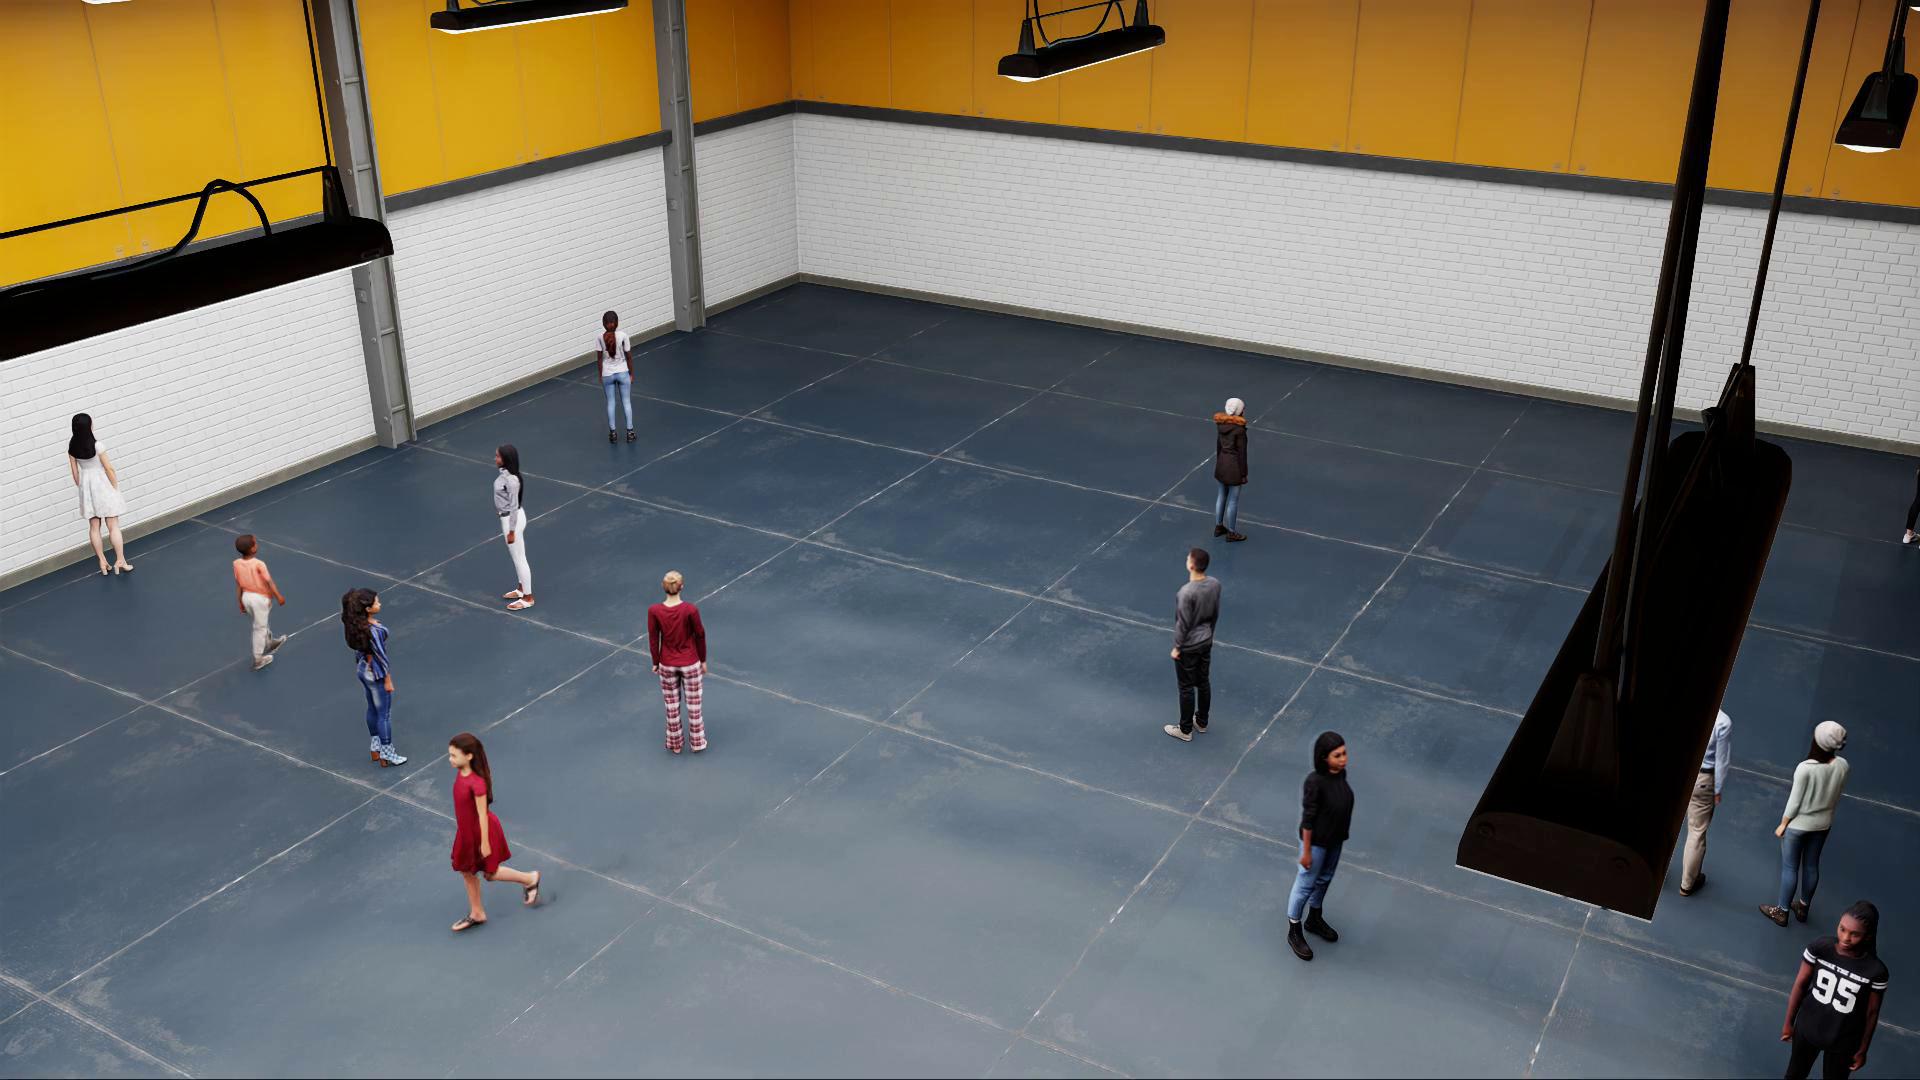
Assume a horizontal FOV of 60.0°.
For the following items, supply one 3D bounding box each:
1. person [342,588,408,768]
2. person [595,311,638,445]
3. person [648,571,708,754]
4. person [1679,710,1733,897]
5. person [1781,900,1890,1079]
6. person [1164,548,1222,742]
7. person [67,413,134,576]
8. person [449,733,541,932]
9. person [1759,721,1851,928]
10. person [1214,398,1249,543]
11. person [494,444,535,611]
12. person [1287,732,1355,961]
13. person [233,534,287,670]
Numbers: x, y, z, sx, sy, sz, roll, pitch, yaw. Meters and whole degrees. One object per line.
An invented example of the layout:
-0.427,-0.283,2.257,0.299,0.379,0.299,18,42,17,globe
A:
-4.881,1.127,13.883,0.665,1.618,0.688,-19,30,-36,person
-4.364,-2.077,21.086,0.668,1.719,0.700,-3,24,-6,person
-2.367,1.020,14.030,0.682,1.697,0.686,-1,24,-2,person
5.340,1.748,12.176,0.660,1.848,0.624,16,28,33,person
5.085,2.880,9.735,0.657,1.729,0.627,19,30,37,person
2.011,0.883,14.263,0.610,1.760,0.752,-17,29,-34,person
-9.003,-0.483,17.373,0.764,1.774,0.791,1,24,1,person
-3.371,2.055,11.864,0.968,1.534,0.726,-19,30,-36,person
6.042,2.003,11.847,0.640,1.645,0.692,-5,24,-12,person
2.972,-0.784,18.237,0.760,1.633,0.735,-14,27,-29,person
-4.484,-0.156,16.685,0.712,1.725,0.671,-9,25,-19,person
2.515,2.090,11.577,0.578,1.701,0.701,-19,30,-37,person
-6.608,0.587,15.525,0.571,1.292,0.792,8,25,18,person
